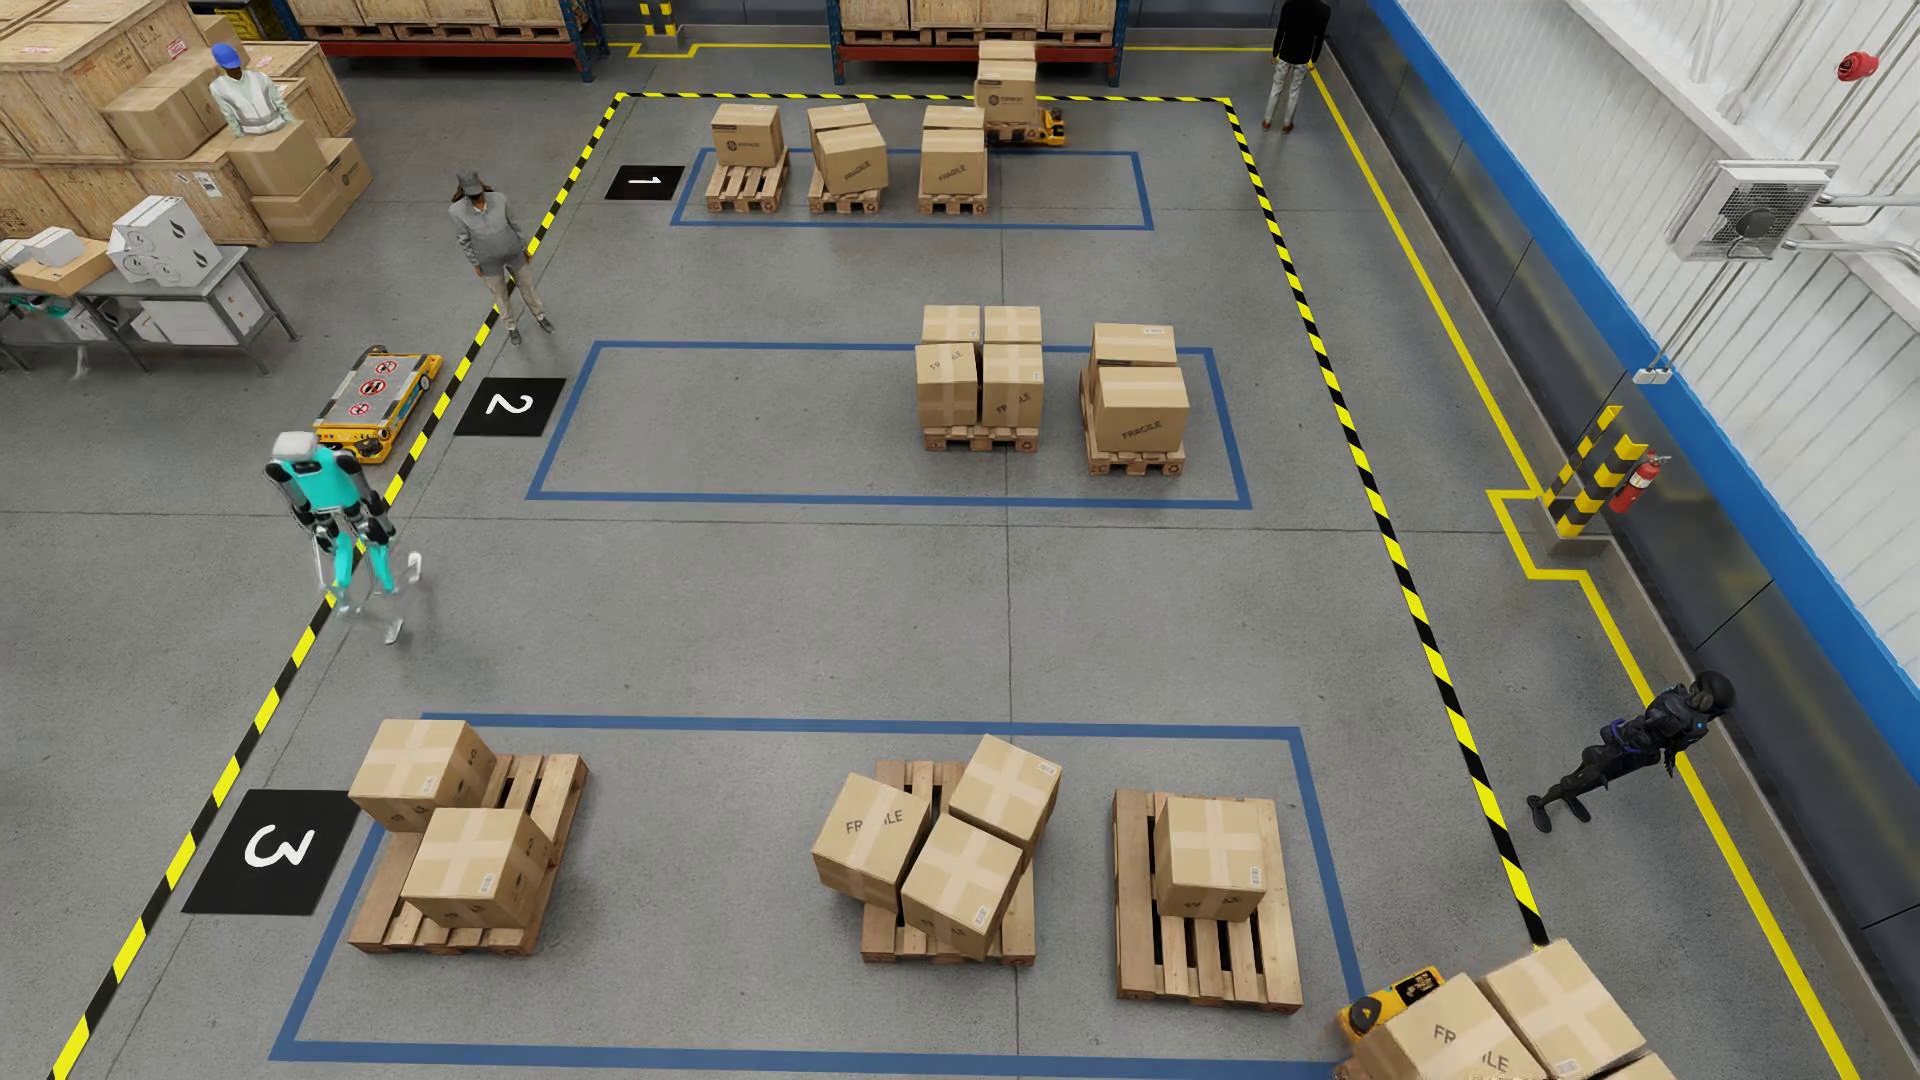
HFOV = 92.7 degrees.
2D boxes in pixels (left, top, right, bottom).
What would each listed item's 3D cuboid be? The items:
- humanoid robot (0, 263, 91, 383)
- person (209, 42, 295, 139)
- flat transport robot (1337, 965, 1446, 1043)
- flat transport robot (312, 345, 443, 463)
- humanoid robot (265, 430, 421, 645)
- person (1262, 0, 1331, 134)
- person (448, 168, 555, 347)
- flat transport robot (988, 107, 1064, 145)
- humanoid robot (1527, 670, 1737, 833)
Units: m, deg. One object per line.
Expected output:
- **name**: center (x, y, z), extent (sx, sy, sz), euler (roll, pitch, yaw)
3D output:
- **humanoid robot**: center (-8.512, -2.405, 8.465), extent (0.548, 1.773, 0.940), euler (9, 50, 8)
- **person**: center (-7.526, -4.406, 10.003), extent (0.602, 1.939, 0.412), euler (-34, 57, -25)
- **flat transport robot**: center (2.695, 3.042, 4.775), extent (0.652, 0.197, 1.431), euler (-17, 52, -14)
- **flat transport robot**: center (-5.383, -1.269, 8.441), extent (0.659, 0.231, 1.431), euler (1, 50, 1)
- **humanoid robot**: center (-4.228, 0.067, 6.366), extent (0.546, 1.740, 1.049), euler (-10, 51, -9)
- **person**: center (4.178, -6.039, 11.419), extent (0.590, 1.884, 0.361), euler (17, 52, 14)
- **person**: center (-4.350, -2.684, 8.658), extent (0.562, 1.764, 0.402), euler (-30, 56, -23)
- **flat transport robot**: center (0.626, -5.390, 11.910), extent (1.431, 0.197, 0.652), euler (1, 50, 1)
- **humanoid robot**: center (3.949, 1.251, 5.376), extent (0.599, 1.657, 0.315), euler (-8, 50, -7)
